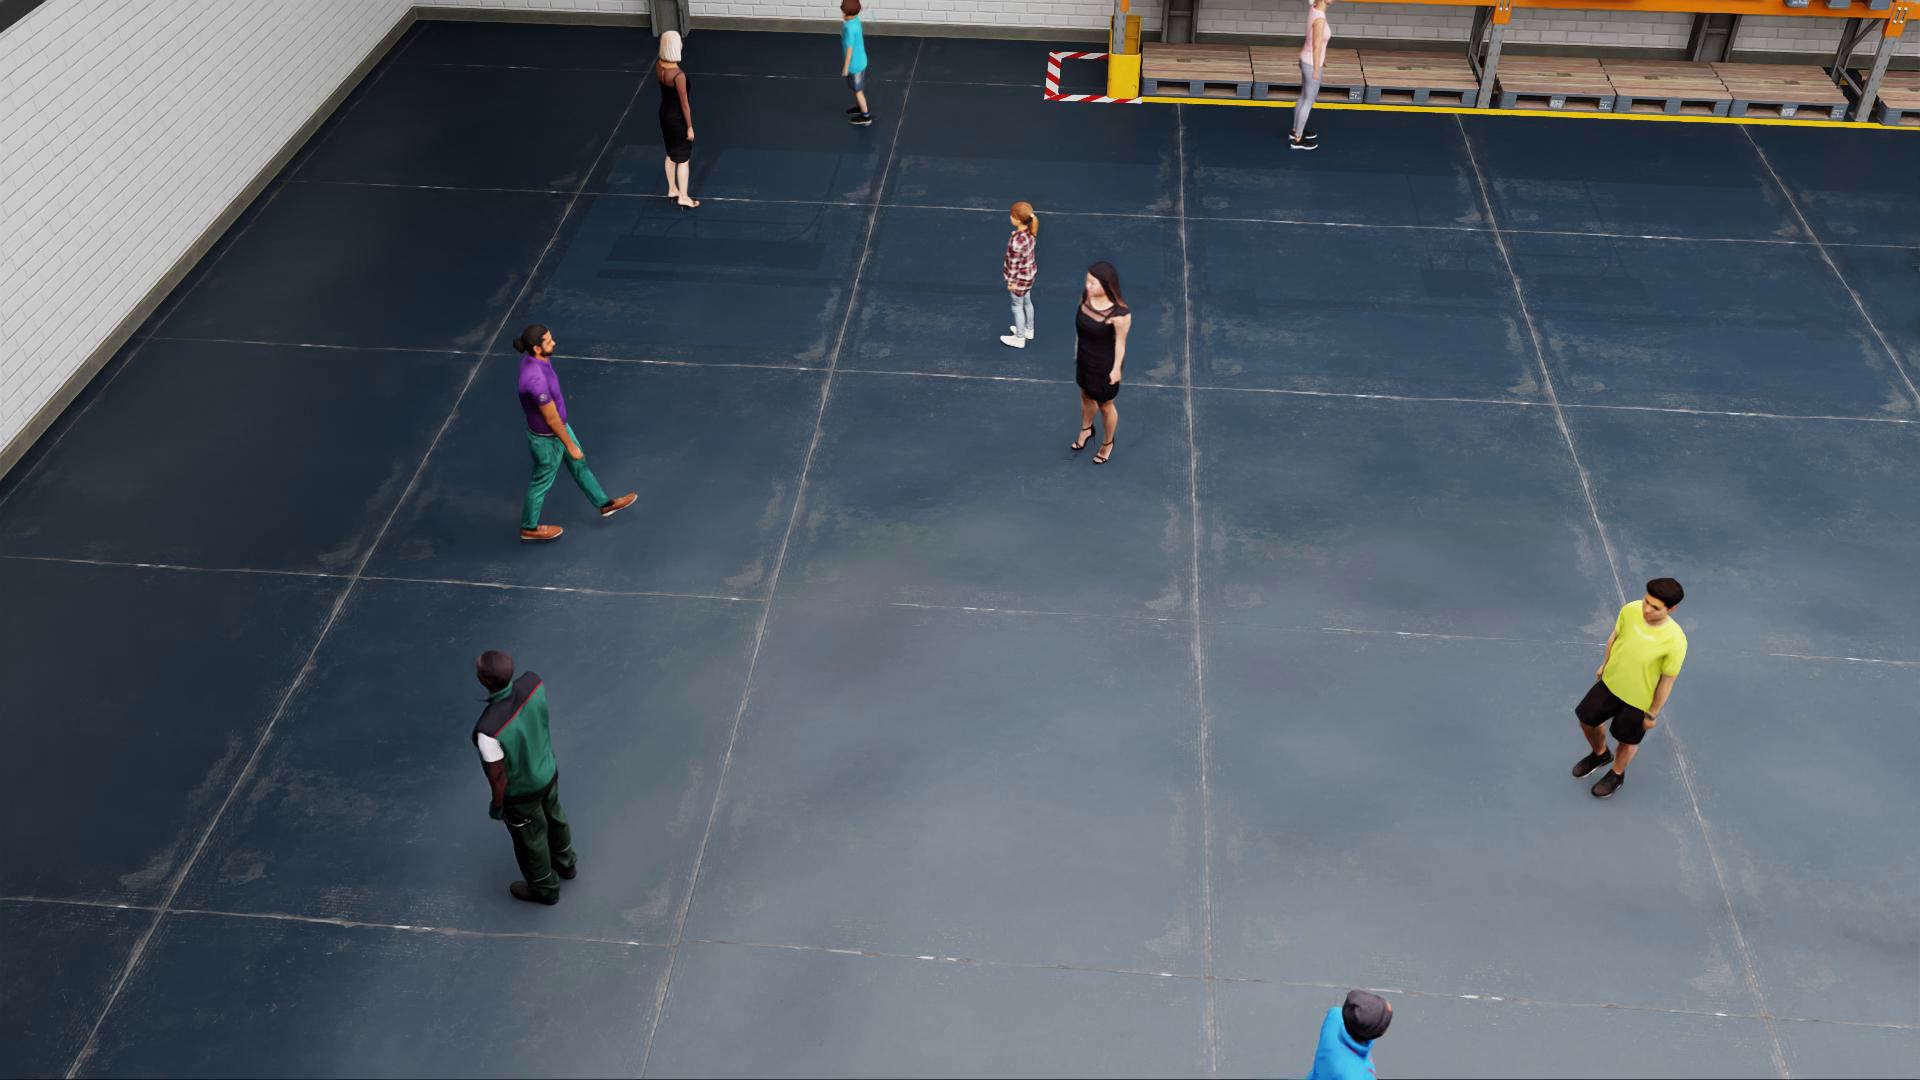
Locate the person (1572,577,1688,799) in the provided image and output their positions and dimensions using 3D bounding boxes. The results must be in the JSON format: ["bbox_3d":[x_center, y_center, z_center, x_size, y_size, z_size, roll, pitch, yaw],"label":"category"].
[{"bbox_3d":[4.029,0.834,9.850,0.819,1.693,0.775,-21,43,-25],"label":"person"}]

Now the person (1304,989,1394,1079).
[{"bbox_3d":[1.588,2.620,7.569,1.196,1.748,0.773,-3,39,-4],"label":"person"}]

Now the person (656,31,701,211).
[{"bbox_3d":[-2.716,-3.992,15.852,0.715,1.743,0.656,-27,46,-30],"label":"person"}]

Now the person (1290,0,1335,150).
[{"bbox_3d":[3.584,-4.862,16.956,0.527,1.724,0.544,0,39,0],"label":"person"}]

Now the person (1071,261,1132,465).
[{"bbox_3d":[1.059,-1.343,12.555,0.802,1.717,0.754,-24,45,-27],"label":"person"}]

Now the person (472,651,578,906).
[{"bbox_3d":[-2.396,1.301,9.147,0.722,1.839,0.758,15,41,18],"label":"person"}]

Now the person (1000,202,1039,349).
[{"bbox_3d":[0.524,-2.239,14.008,0.594,1.305,0.583,16,41,19],"label":"person"}]

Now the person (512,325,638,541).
[{"bbox_3d":[-3.007,-0.709,11.754,1.168,1.726,0.830,-6,39,-8],"label":"person"}]

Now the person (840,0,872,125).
[{"bbox_3d":[-1.068,-5.024,17.404,0.526,1.420,0.618,8,39,10],"label":"person"}]
